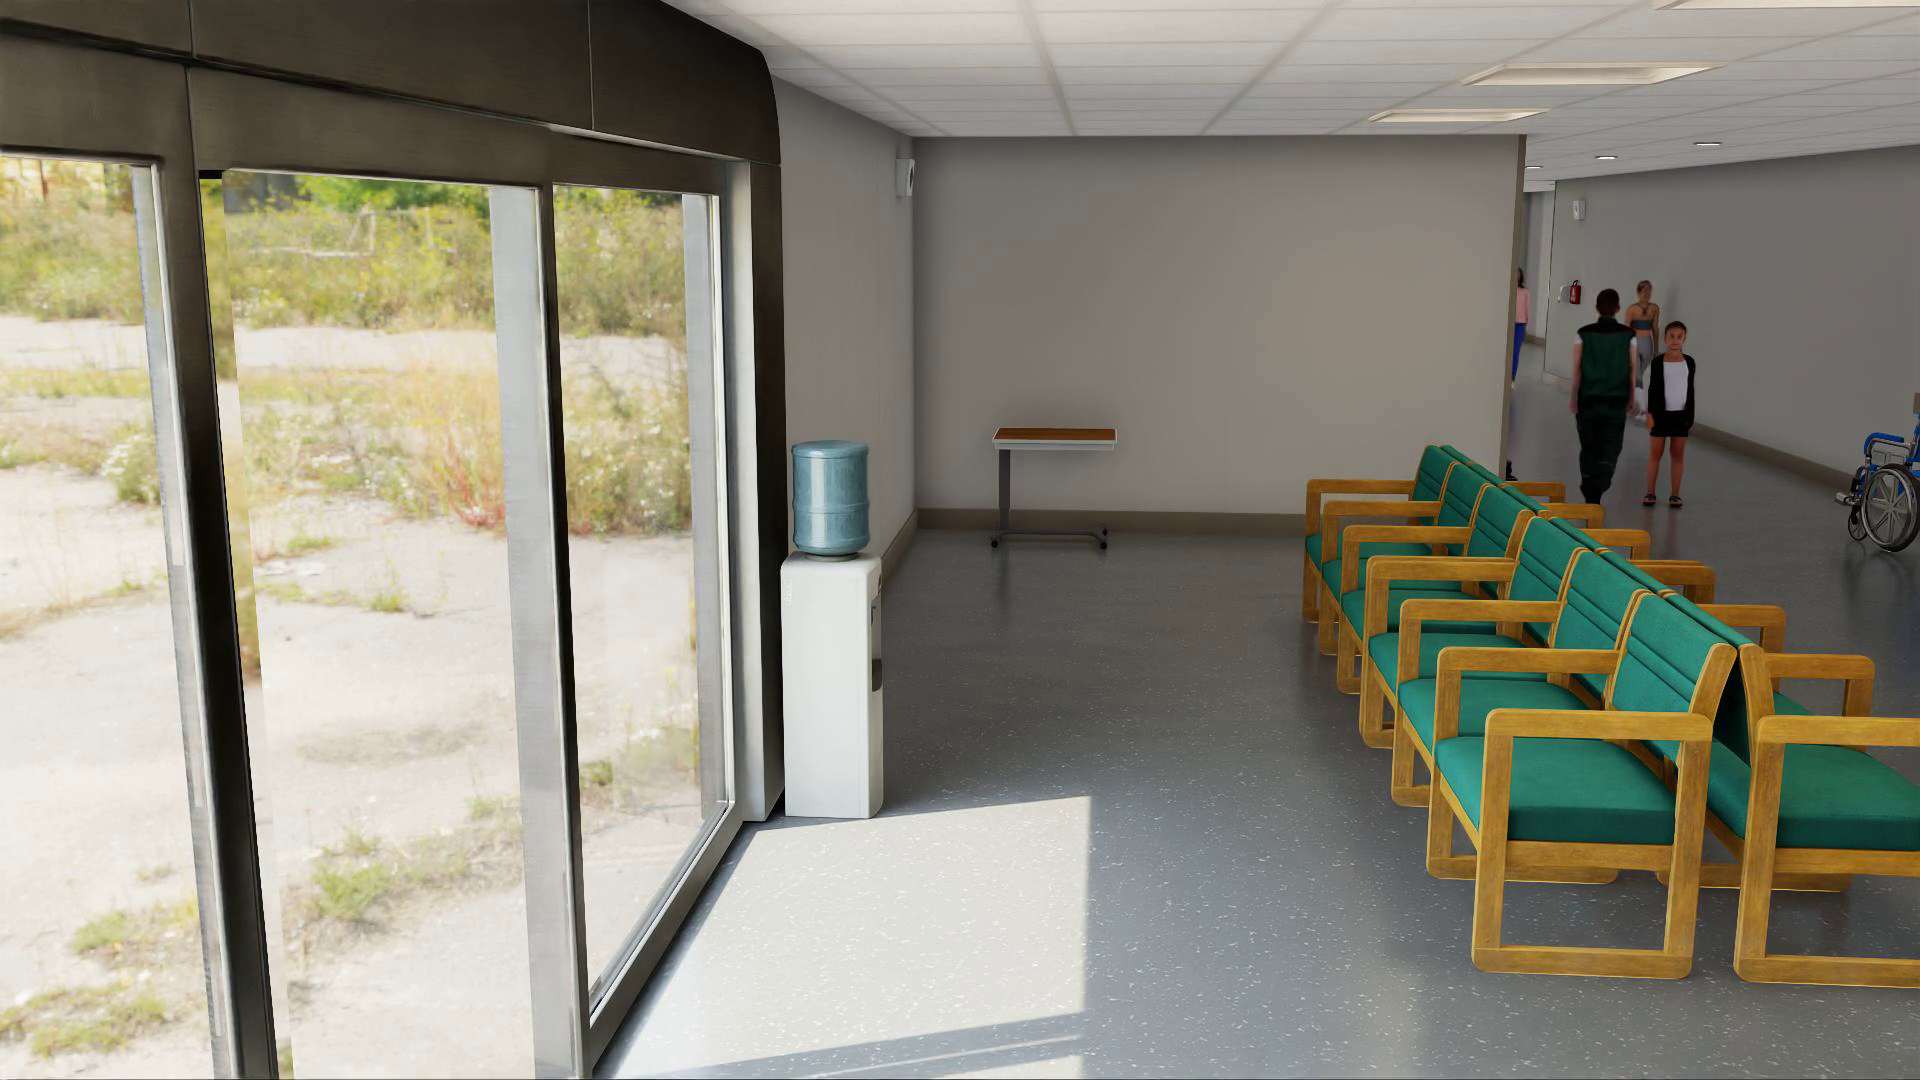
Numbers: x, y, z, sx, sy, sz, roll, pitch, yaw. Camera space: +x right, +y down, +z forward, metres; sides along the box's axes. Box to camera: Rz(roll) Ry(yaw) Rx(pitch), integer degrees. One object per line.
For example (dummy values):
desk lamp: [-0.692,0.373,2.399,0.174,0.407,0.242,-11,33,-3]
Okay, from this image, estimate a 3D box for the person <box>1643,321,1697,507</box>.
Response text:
person: [5.994,-1.069,14.029,0.519,1.554,0.623,3,11,14]

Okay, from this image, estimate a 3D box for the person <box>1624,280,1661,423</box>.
person: [8.062,-2.194,19.685,1.056,1.655,0.705,0,11,0]

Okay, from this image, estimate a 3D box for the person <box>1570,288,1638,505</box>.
person: [5.229,-1.115,13.572,1.097,1.814,0.951,4,11,20]
